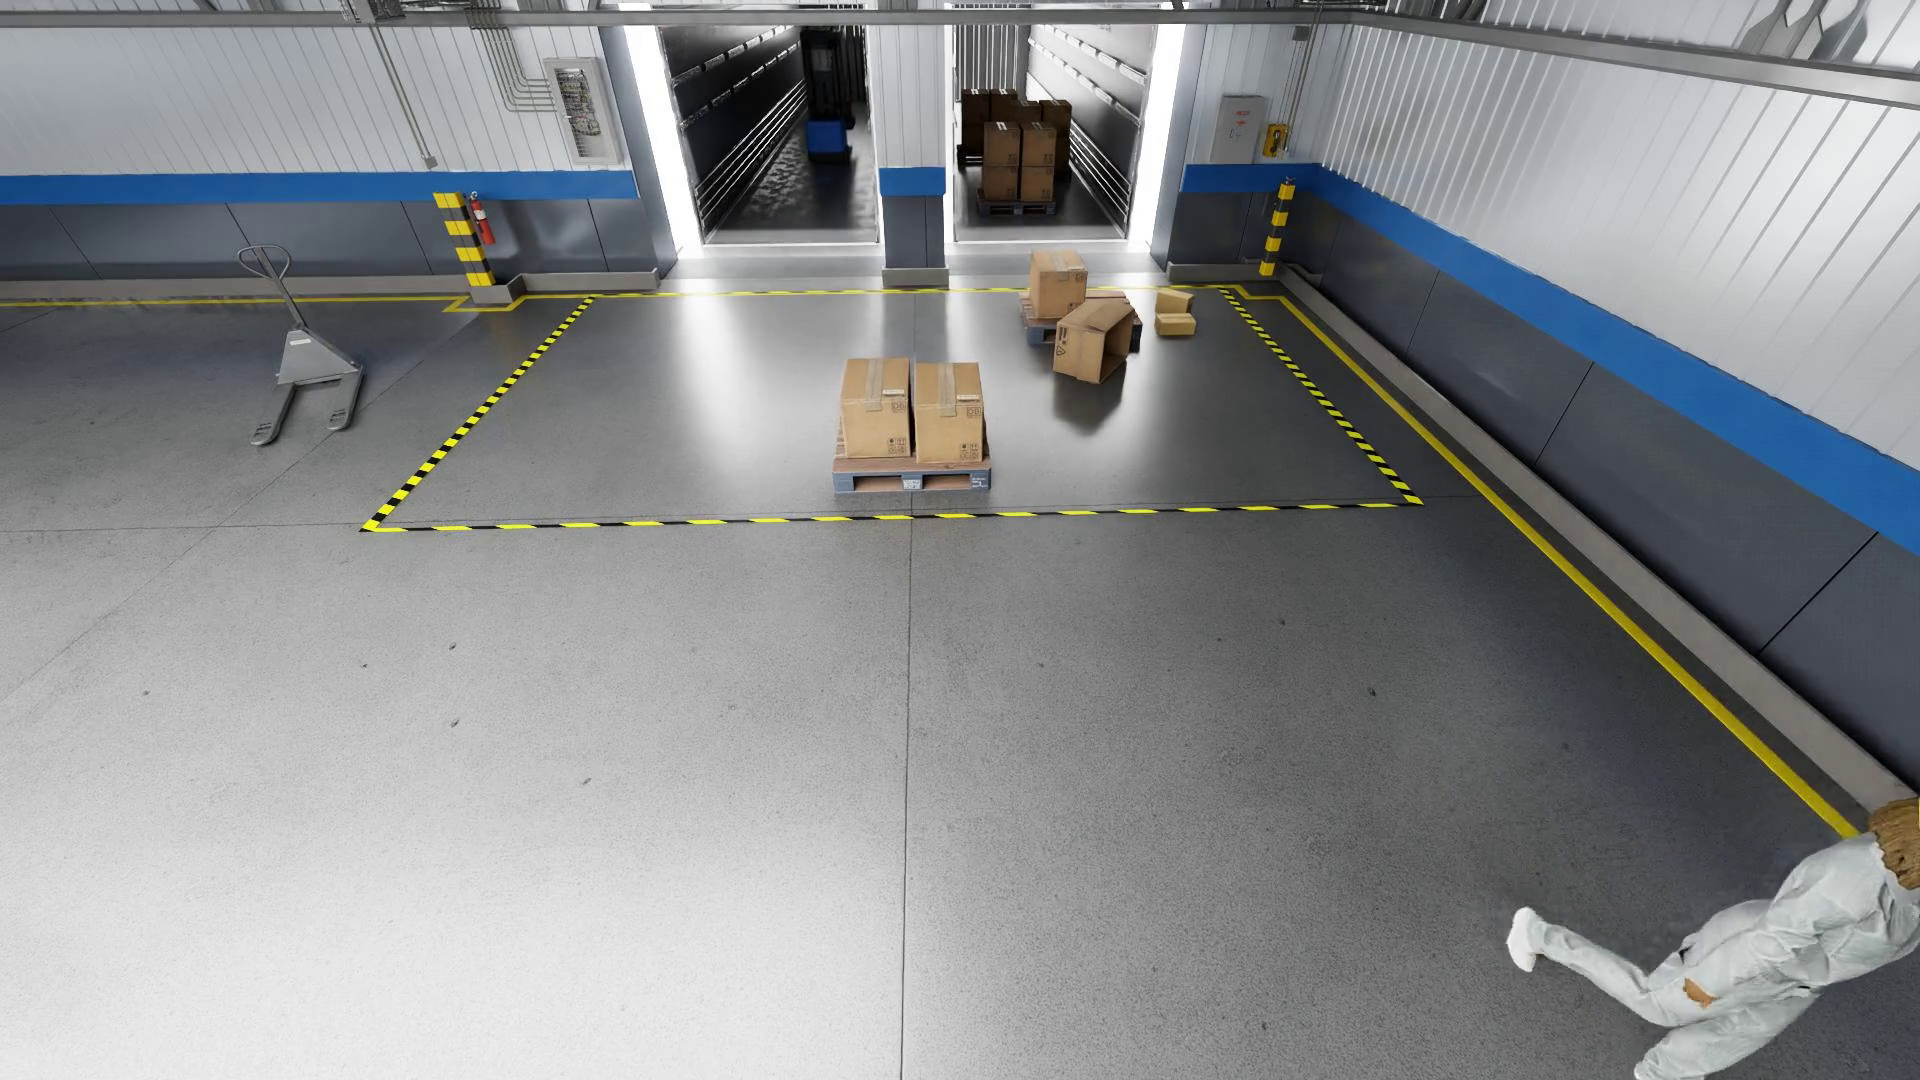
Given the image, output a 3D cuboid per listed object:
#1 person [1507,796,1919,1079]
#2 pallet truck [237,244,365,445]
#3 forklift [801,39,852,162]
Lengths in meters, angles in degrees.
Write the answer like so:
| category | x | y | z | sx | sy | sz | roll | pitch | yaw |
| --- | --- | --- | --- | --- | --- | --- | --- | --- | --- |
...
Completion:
| category | x | y | z | sx | sy | sz | roll | pitch | yaw |
| --- | --- | --- | --- | --- | --- | --- | --- | --- | --- |
| person | 2.409 | 1.216 | 2.262 | 0.494 | 1.717 | 0.778 | -10 | 39 | -12 |
| pallet truck | -5.915 | -1.733 | 6.366 | 0.680 | 1.201 | 1.601 | -18 | 42 | -21 |
| forklift | -2.646 | -8.499 | 14.247 | 0.716 | 2.013 | 0.776 | -1 | 38 | -1 |
